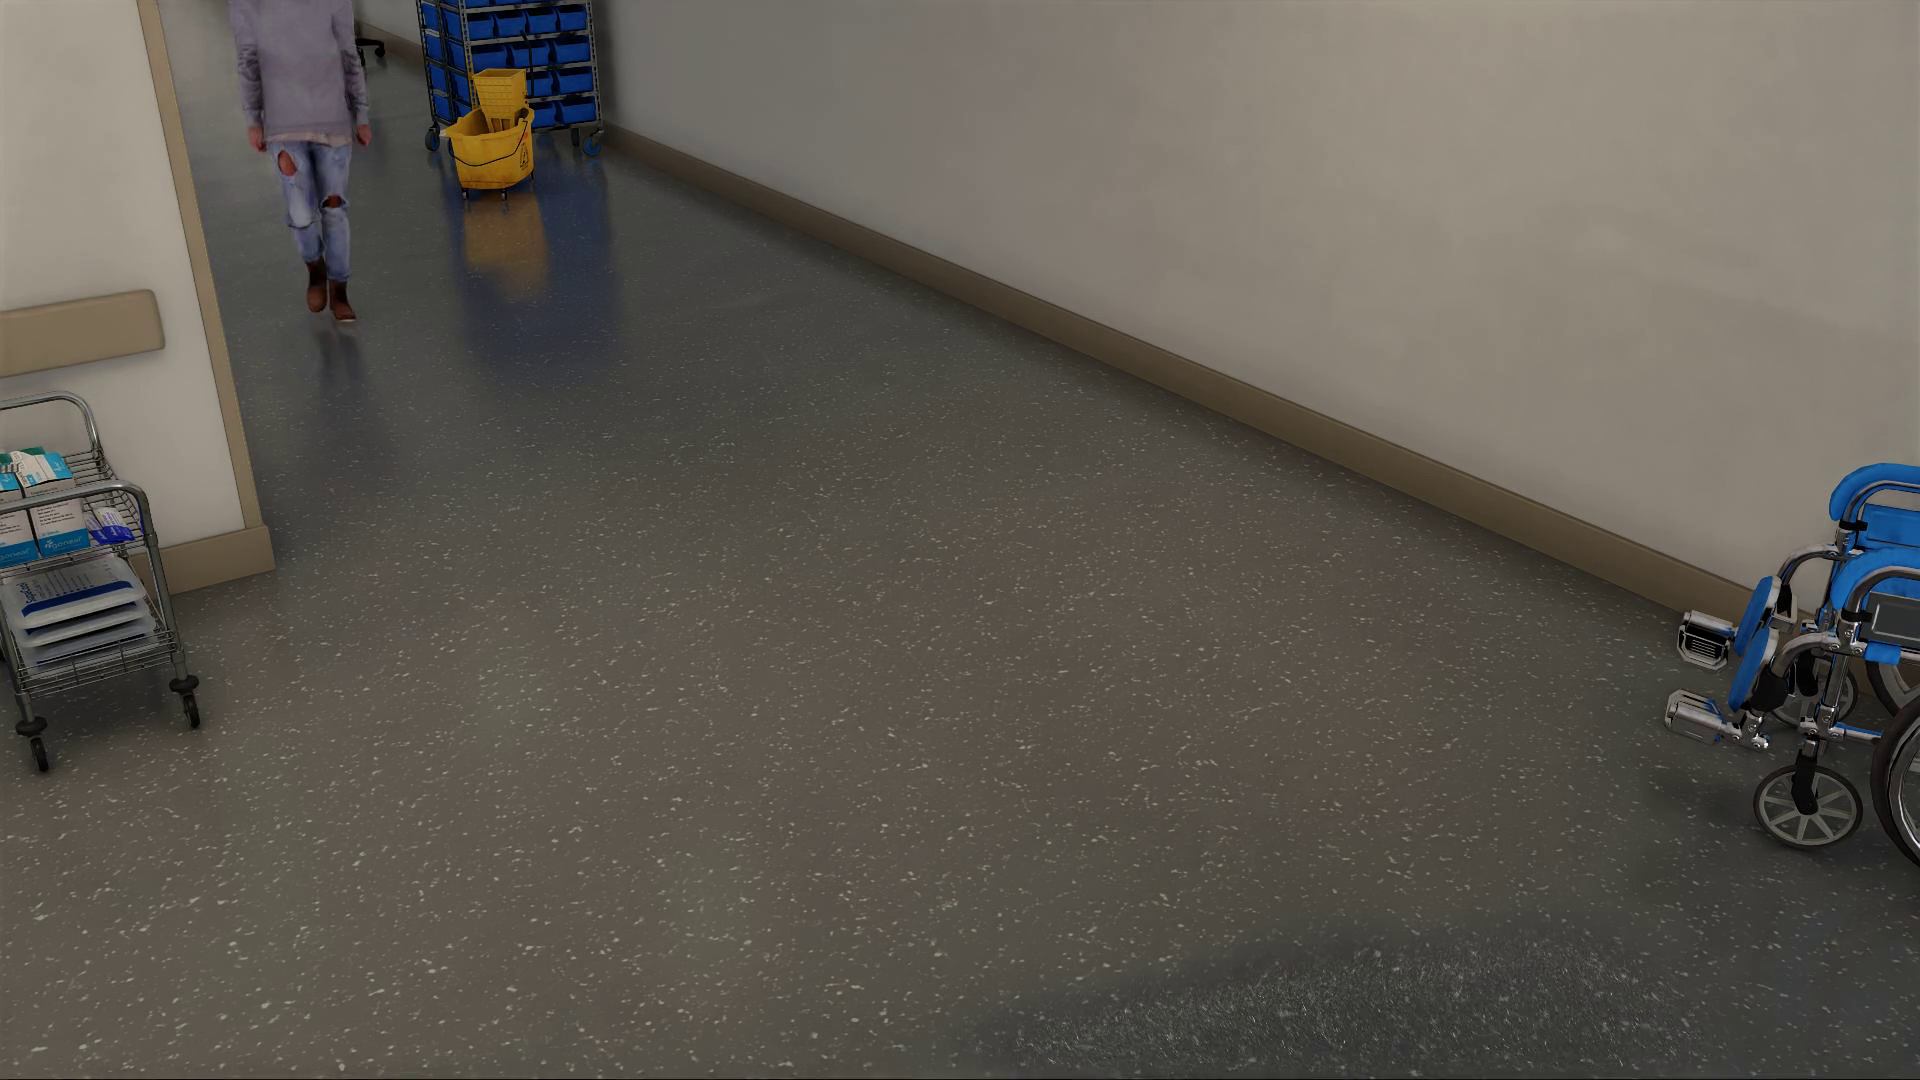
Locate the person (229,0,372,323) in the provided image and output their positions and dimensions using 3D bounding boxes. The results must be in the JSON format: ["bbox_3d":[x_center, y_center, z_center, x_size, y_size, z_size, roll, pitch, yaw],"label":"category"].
[{"bbox_3d":[-2.998,-1.918,7.607,0.644,1.829,0.802,-11,28,-22],"label":"person"}]
